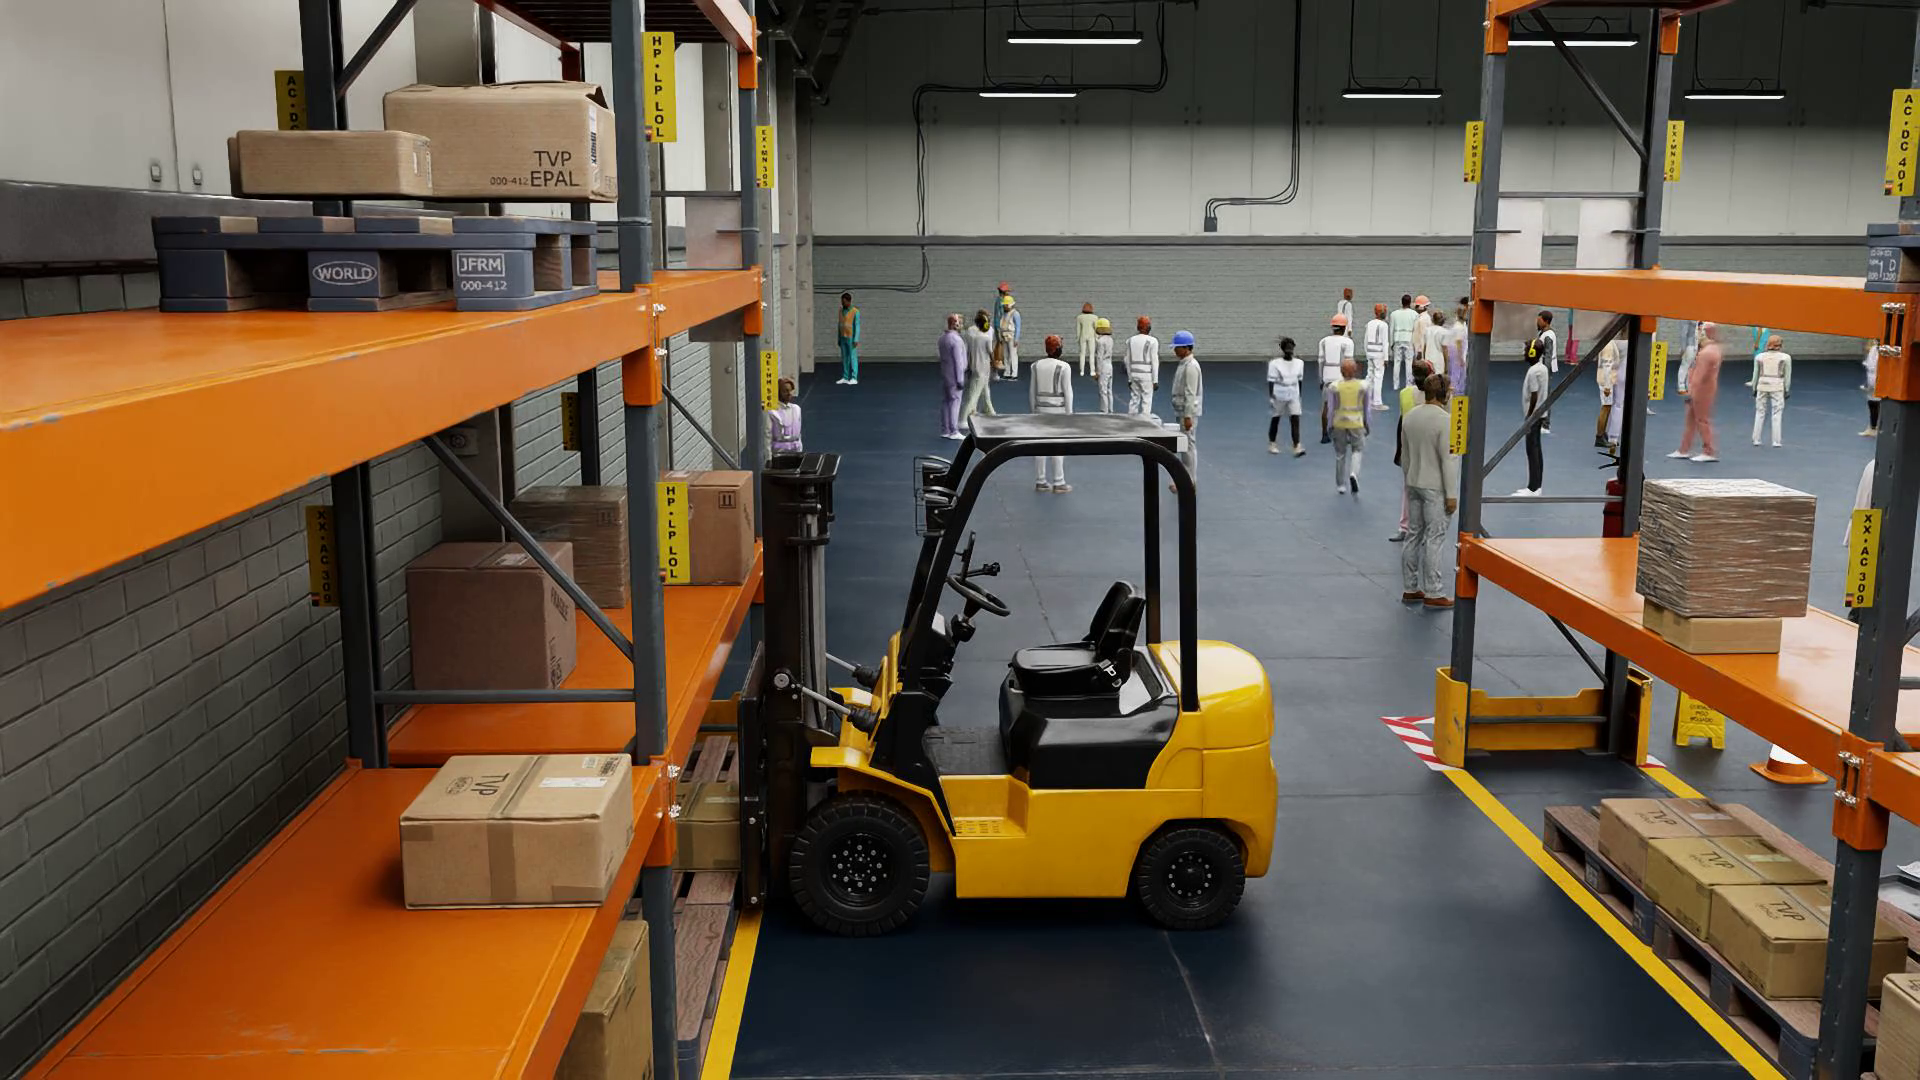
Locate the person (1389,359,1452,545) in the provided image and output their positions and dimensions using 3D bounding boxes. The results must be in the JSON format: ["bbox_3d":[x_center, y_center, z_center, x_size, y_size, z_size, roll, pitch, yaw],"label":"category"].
[{"bbox_3d":[4.584,-0.872,16.485,0.563,1.837,0.391,10,14,44],"label":"person"}]

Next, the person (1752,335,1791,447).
[{"bbox_3d":[11.836,-2.168,24.291,0.518,1.633,0.313,8,13,39],"label":"person"}]

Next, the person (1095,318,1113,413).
[{"bbox_3d":[2.355,-2.780,27.408,0.316,1.736,0.486,5,11,26],"label":"person"}]

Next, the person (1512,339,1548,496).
[{"bbox_3d":[6.690,-1.422,19.457,0.332,1.872,0.514,6,12,32],"label":"person"}]

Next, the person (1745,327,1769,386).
[{"bbox_3d":[16.596,-4.112,34.555,0.359,1.835,0.512,6,12,29],"label":"person"}]

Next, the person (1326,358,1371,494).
[{"bbox_3d":[4.586,-1.337,19.647,0.532,1.622,0.459,3,11,15],"label":"person"}]

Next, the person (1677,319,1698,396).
[{"bbox_3d":[14.199,-3.751,32.239,0.635,1.937,0.352,-6,12,-29],"label":"person"}]

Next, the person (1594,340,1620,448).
[{"bbox_3d":[9.479,-2.300,24.214,0.388,1.924,0.549,5,11,26],"label":"person"}]

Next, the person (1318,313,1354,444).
[{"bbox_3d":[5.577,-2.378,24.597,0.551,1.934,0.373,8,13,38],"label":"person"}]

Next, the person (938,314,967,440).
[{"bbox_3d":[-0.086,-2.471,25.223,0.399,1.901,0.644,-4,11,-22],"label":"person"}]

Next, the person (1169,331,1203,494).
[{"bbox_3d":[2.681,-1.523,19.839,0.418,1.938,0.606,0,10,0],"label":"person"}]

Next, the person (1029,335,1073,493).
[{"bbox_3d":[1.099,-1.505,19.878,0.584,1.882,0.337,8,13,38],"label":"person"}]

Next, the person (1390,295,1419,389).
[{"bbox_3d":[9.007,-4.006,33.724,0.587,1.918,0.392,6,12,31],"label":"person"}]

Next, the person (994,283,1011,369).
[{"bbox_3d":[1.008,-5.020,39.068,0.416,2.033,0.603,-2,10,-12],"label":"person"}]

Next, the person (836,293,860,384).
[{"bbox_3d":[-2.346,-4.237,35.022,0.587,1.914,0.392,9,14,43],"label":"person"}]

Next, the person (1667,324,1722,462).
[{"bbox_3d":[10.068,-2.006,22.685,0.645,1.872,0.694,5,11,27],"label":"person"}]

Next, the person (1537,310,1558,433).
[{"bbox_3d":[9.147,-2.629,26.046,0.392,1.919,0.591,2,10,11],"label":"person"}]

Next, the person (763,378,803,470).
[{"bbox_3d":[-1.770,-0.802,16.643,0.309,1.641,0.513,8,13,38],"label":"person"}]

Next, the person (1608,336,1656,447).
[{"bbox_3d":[9.747,-2.373,24.280,0.682,2.000,0.537,1,10,8],"label":"person"}]

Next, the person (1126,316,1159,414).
[{"bbox_3d":[2.749,-2.431,25.078,0.351,1.878,0.569,-9,14,-43],"label":"person"}]

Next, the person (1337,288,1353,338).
[{"bbox_3d":[9.219,-5.079,39.820,0.369,1.878,0.584,-3,10,-14],"label":"person"}]

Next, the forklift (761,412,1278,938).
[{"bbox_3d":[0.291,0.548,7.580,2.313,2.155,1.214,0,10,-2],"label":"forklift"}]

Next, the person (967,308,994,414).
[{"bbox_3d":[0.366,-3.058,28.640,0.504,1.847,0.344,-6,12,-30],"label":"person"}]

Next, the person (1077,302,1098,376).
[{"bbox_3d":[2.855,-4.493,37.227,0.498,1.633,0.285,3,11,16],"label":"person"}]

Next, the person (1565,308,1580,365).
[{"bbox_3d":[15.093,-5.279,40.647,0.412,1.986,0.603,-1,10,-3],"label":"person"}]

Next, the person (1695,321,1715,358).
[{"bbox_3d":[13.747,-3.470,30.731,0.386,1.918,0.590,8,13,37],"label":"person"}]

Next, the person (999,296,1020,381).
[{"bbox_3d":[1.054,-4.339,35.821,0.403,1.828,0.595,-6,12,-31],"label":"person"}]

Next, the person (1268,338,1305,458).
[{"bbox_3d":[4.546,-1.983,23.185,0.551,1.643,0.877,-2,10,-11],"label":"person"}]

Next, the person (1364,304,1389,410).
[{"bbox_3d":[7.438,-3.260,29.656,0.337,1.882,0.584,-4,11,-22],"label":"person"}]

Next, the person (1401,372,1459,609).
[{"bbox_3d":[3.854,-0.407,13.613,0.373,1.940,0.628,-4,11,-22],"label":"person"}]

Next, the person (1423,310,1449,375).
[{"bbox_3d":[8.075,-2.983,28.250,0.338,1.838,0.506,-7,12,-34],"label":"person"}]

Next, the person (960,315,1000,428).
[{"bbox_3d":[0.381,-2.719,26.842,1.000,1.813,0.548,-8,13,-37],"label":"person"}]

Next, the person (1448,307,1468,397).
[{"bbox_3d":[9.048,-3.278,29.921,0.552,1.823,0.527,4,11,19],"label":"person"}]

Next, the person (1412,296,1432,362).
[{"bbox_3d":[8.539,-3.527,30.833,0.395,1.992,0.622,4,11,20],"label":"person"}]
